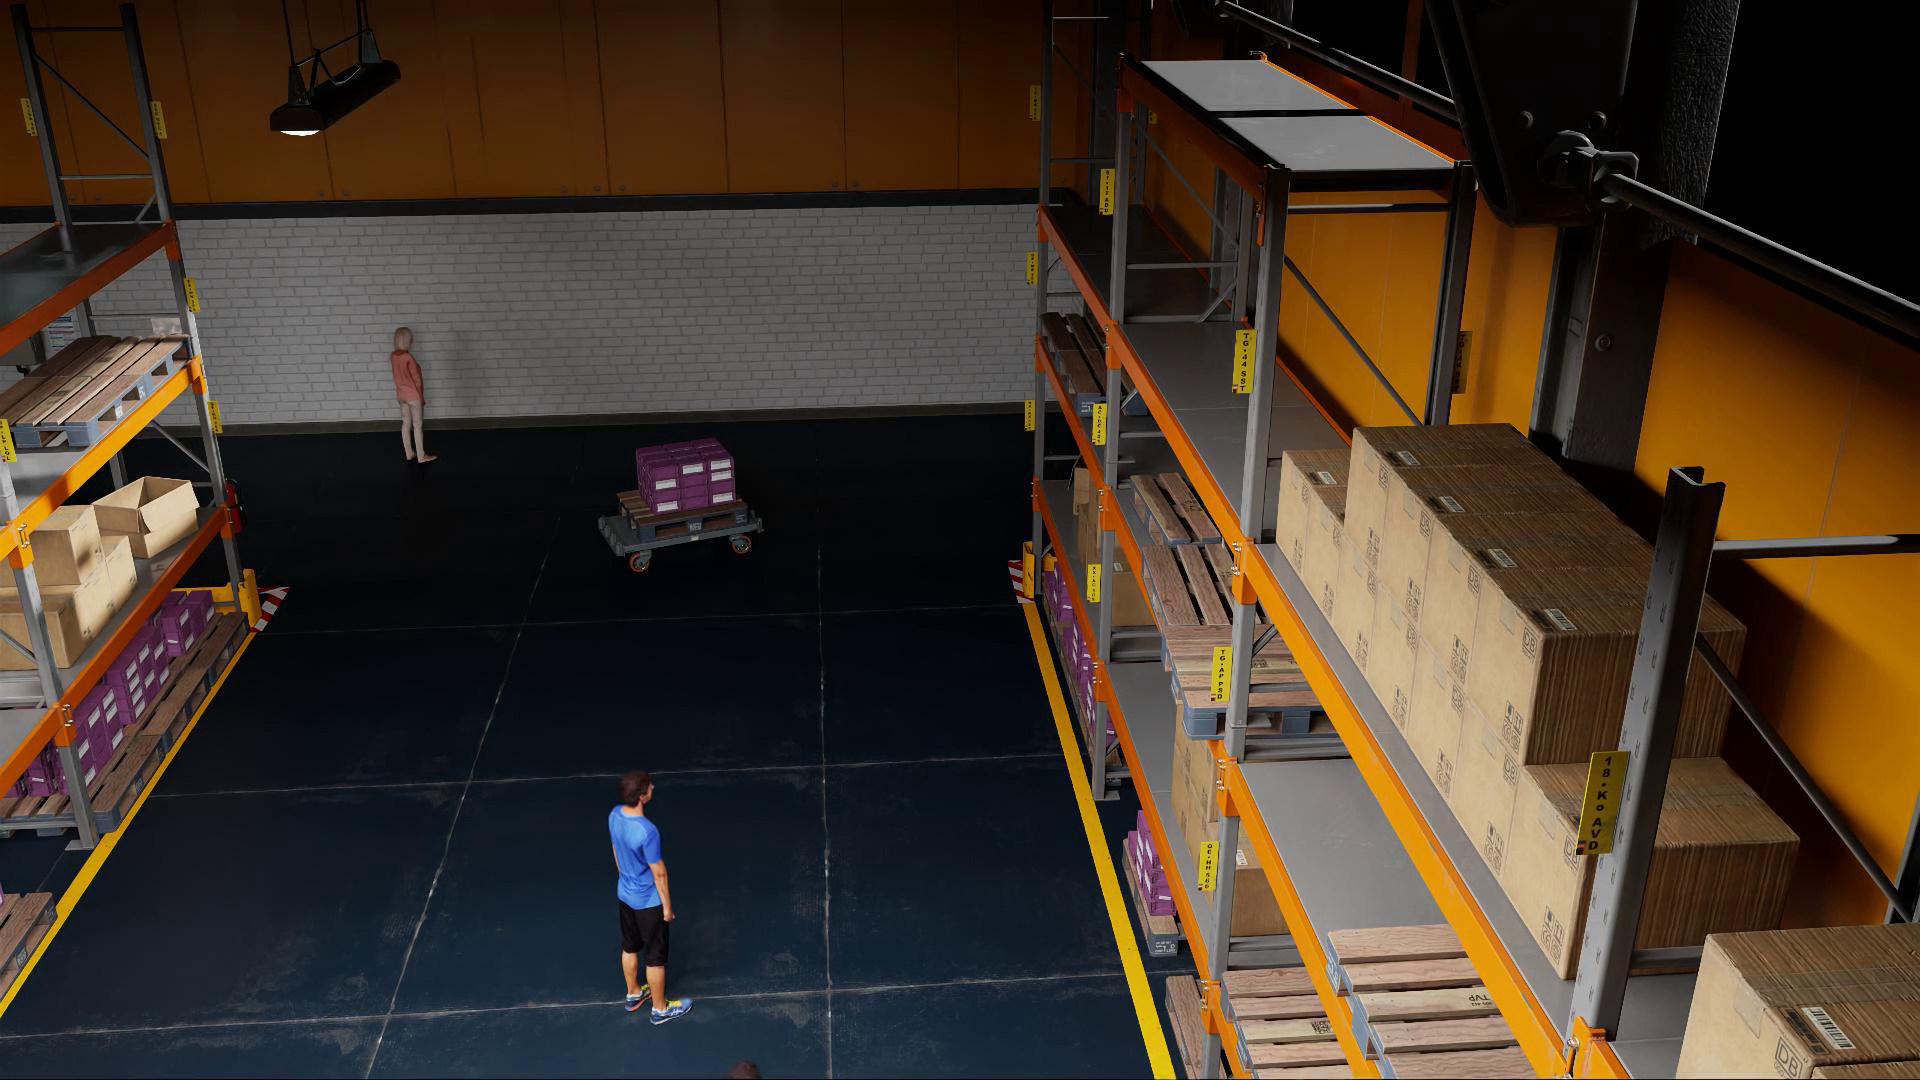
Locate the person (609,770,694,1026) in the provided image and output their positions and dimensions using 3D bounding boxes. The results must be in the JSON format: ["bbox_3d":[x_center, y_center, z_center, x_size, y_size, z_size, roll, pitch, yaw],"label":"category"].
[{"bbox_3d":[-2.115,2.360,11.029,0.699,1.869,0.759,19,30,36],"label":"person"}]

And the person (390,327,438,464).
[{"bbox_3d":[-6.875,-1.818,20.765,0.680,1.726,0.715,15,28,30],"label":"person"}]
